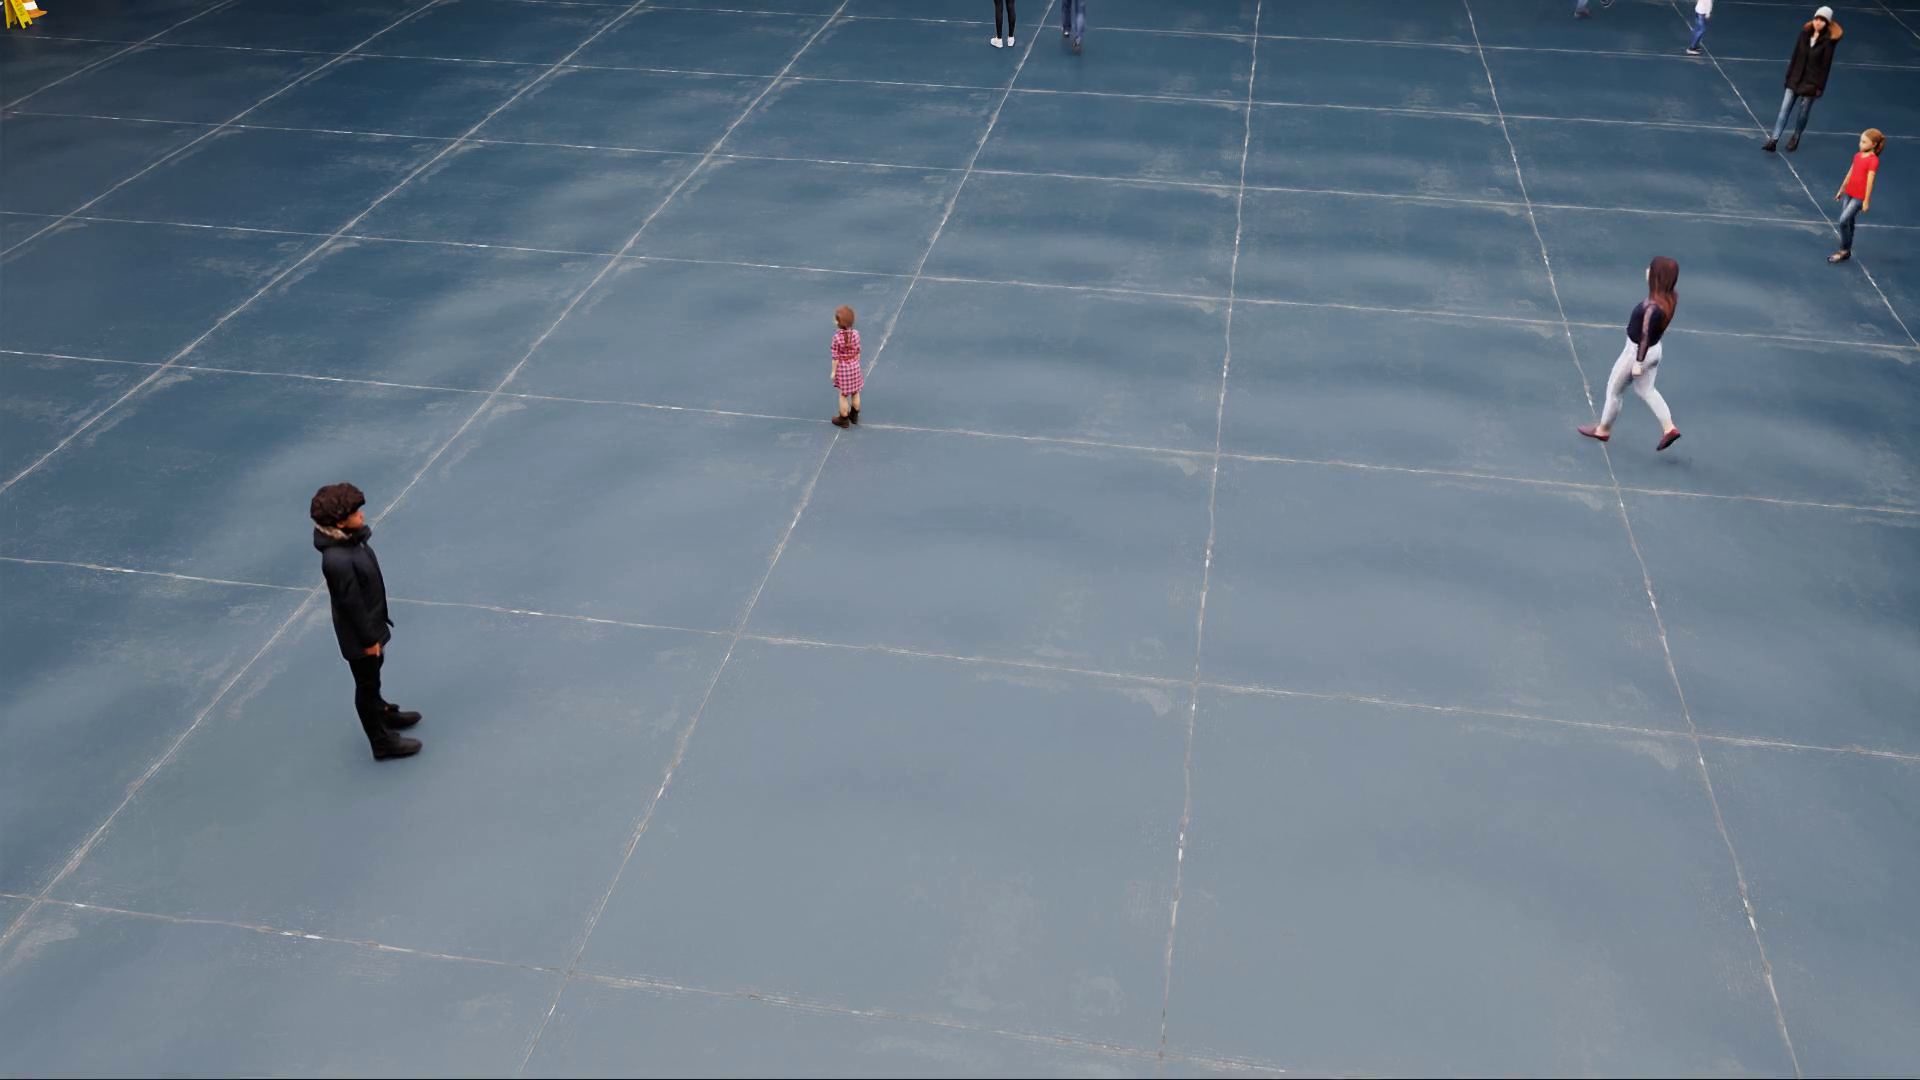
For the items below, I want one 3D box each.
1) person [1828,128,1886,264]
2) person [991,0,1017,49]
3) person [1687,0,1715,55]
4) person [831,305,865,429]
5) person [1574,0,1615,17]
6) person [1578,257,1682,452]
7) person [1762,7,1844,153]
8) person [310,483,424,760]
[{"bbox_3d":[8.658,-3.297,15.949,0.576,1.300,0.564,-2,32,-3],"label":"person"},{"bbox_3d":[0.573,-7.471,22.151,0.595,1.742,0.718,-8,33,-13],"label":"person"},{"bbox_3d":[9.838,-7.029,22.043,0.505,1.109,0.481,1,32,2],"label":"person"},{"bbox_3d":[-0.906,-1.379,13.169,0.502,1.021,0.555,-24,40,-33],"label":"person"},{"bbox_3d":[8.979,-8.277,23.370,1.228,1.805,1.092,-15,35,-22],"label":"person"},{"bbox_3d":[5.239,-1.386,12.650,1.083,1.587,0.940,26,41,35],"label":"person"},{"bbox_3d":[9.475,-5.138,18.574,1.005,1.611,0.985,-27,41,-36],"label":"person"},{"bbox_3d":[-3.452,0.461,9.547,0.718,1.773,0.711,-8,33,-13],"label":"person"}]
